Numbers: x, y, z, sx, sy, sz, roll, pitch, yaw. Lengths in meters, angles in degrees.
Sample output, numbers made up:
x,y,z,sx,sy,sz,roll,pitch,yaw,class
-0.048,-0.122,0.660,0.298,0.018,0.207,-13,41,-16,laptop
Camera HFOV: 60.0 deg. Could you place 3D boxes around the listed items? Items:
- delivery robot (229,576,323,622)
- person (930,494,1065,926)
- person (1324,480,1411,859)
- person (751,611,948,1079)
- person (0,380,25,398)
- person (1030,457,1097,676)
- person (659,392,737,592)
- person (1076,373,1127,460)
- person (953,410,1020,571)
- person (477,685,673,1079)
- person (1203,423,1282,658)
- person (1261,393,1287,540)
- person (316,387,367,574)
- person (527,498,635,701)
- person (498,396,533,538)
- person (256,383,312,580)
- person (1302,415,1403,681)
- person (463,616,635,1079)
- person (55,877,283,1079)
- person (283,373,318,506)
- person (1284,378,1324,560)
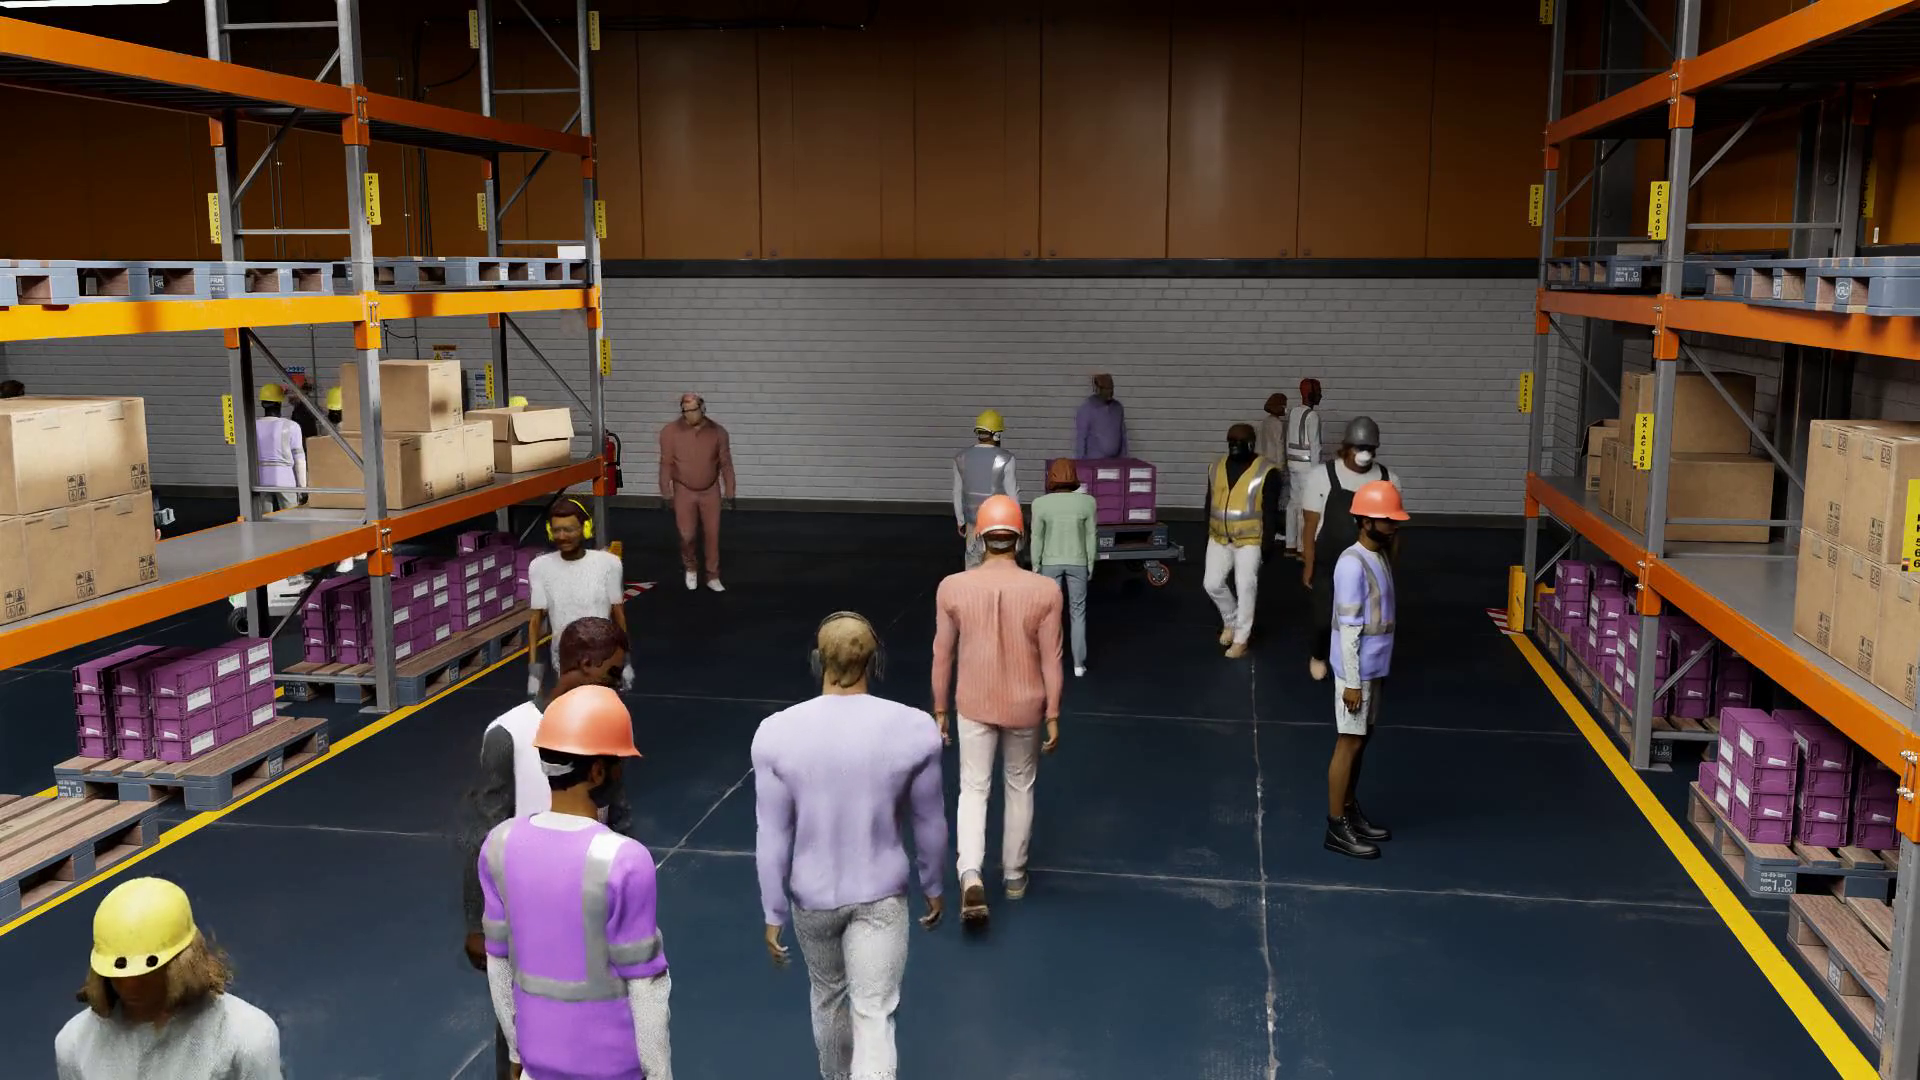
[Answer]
x,y,z,sx,sy,sz,roll,pitch,yaw,class
-5.617,0.461,13.686,0.707,0.478,0.477,-3,10,-17,delivery robot
0.167,0.784,7.672,0.627,1.969,0.858,1,9,6,person
2.098,0.651,8.550,0.373,1.934,0.551,5,10,27,person
-0.360,1.175,5.488,0.638,1.898,1.027,0,9,-2,person
-10.380,-0.843,18.164,0.524,1.818,0.834,4,10,24,person
0.766,0.201,12.309,0.492,1.624,0.309,0,9,1,person
-2.423,-0.427,15.393,0.735,1.875,0.460,-3,10,-19,person
1.509,-0.900,18.275,0.650,1.885,0.651,-8,12,-41,person
0.240,-0.180,13.998,0.599,1.830,0.403,5,10,27,person
-0.971,1.333,4.375,0.542,1.927,0.374,4,10,25,person
2.156,0.003,12.869,0.639,1.829,0.435,7,11,36,person
3.503,-0.822,18.572,0.287,1.631,0.501,-2,9,-10,person
-6.125,-0.638,16.796,0.630,1.860,0.895,5,10,27,person
-2.023,0.670,8.825,0.518,1.808,0.993,0,9,1,person
-4.244,-0.460,15.780,0.457,1.813,0.608,-1,9,-6,person
-6.508,-0.526,15.840,0.585,1.929,0.375,0,9,-2,person
2.706,0.120,11.509,0.694,2.000,0.720,1,9,3,person
-1.365,1.190,5.439,0.382,1.876,0.704,6,11,34,person
-1.740,1.533,3.799,0.493,1.714,0.762,-1,9,-4,person
-6.562,-0.709,16.908,0.681,1.949,0.663,-1,9,-4,person
3.575,-0.731,17.240,0.337,1.882,0.583,-2,10,-15,person
